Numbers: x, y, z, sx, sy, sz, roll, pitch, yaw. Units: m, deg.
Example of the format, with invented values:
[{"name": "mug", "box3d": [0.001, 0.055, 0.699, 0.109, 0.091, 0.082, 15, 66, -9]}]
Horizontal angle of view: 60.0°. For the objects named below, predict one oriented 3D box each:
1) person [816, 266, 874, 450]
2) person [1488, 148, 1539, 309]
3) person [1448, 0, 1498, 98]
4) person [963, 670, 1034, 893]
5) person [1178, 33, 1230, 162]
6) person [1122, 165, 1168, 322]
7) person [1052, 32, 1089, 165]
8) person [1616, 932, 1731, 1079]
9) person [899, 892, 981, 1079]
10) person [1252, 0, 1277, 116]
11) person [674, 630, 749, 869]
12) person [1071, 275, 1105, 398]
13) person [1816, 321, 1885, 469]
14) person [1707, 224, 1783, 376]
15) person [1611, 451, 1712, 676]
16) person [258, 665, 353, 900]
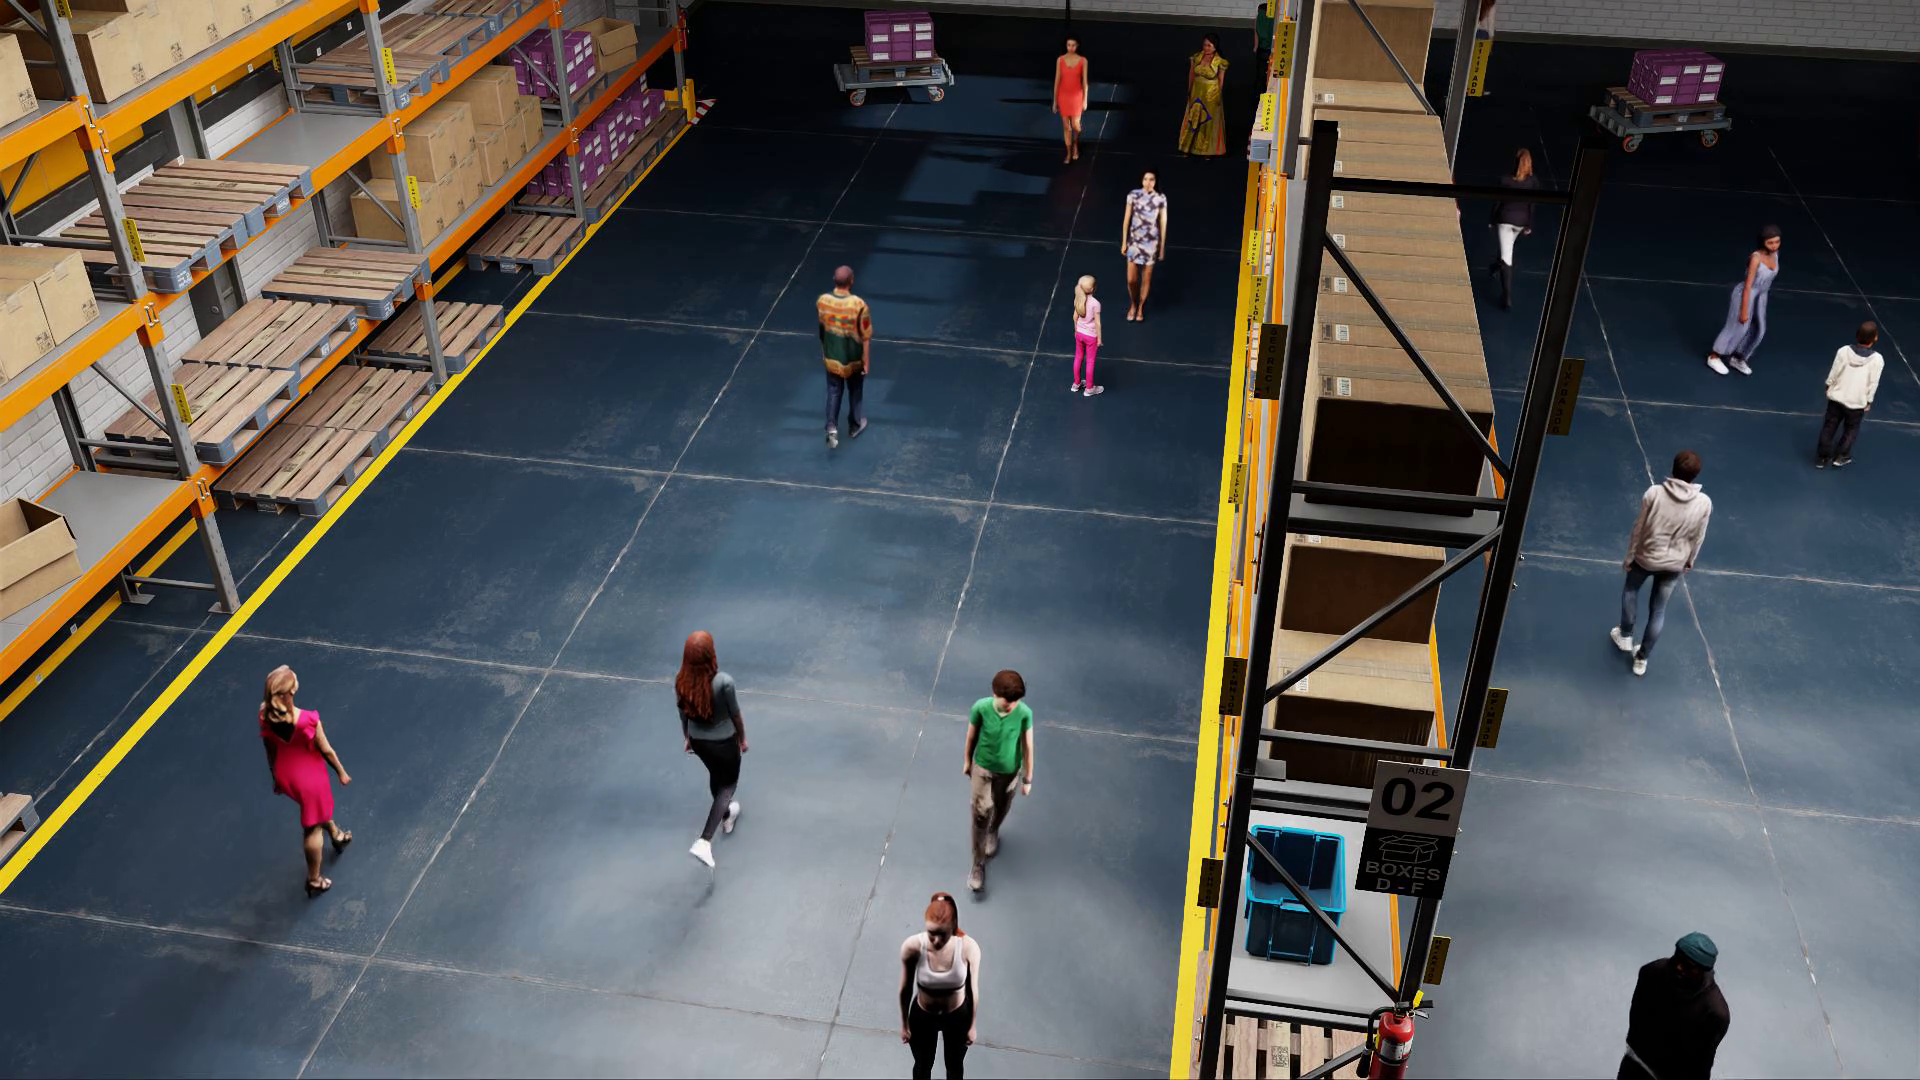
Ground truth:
[{"name": "person", "box3d": [-1.102, -1.667, 15.400, 0.693, 1.789, 0.988, 8, 34, 11]}, {"name": "person", "box3d": [5.977, -3.336, 18.025, 0.745, 1.662, 1.253, -1, 34, -1]}, {"name": "person", "box3d": [7.323, -7.062, 23.594, 1.037, 1.702, 1.087, -14, 36, -20]}, {"name": "person", "box3d": [0.252, 1.424, 10.893, 0.659, 1.630, 0.902, 4, 34, 6]}, {"name": "person", "box3d": [3.211, -5.816, 21.758, 0.929, 1.660, 0.877, 14, 36, 20]}, {"name": "person", "box3d": [1.965, -3.180, 17.733, 0.620, 1.726, 0.579, 4, 34, 7]}, {"name": "person", "box3d": [1.452, -5.758, 21.628, 0.607, 1.707, 0.622, 8, 34, 11]}, {"name": "person", "box3d": [3.776, 2.733, 8.779, 1.257, 1.789, 1.155, -25, 41, -32]}, {"name": "person", "box3d": [-0.110, 2.592, 9.035, 0.626, 1.741, 0.586, -1, 34, -1]}, {"name": "person", "box3d": [4.308, -6.809, 23.088, 0.741, 1.842, 0.763, 28, 43, 35]}, {"name": "person", "box3d": [-1.631, 1.382, 10.872, 0.674, 1.724, 1.027, 10, 35, 14]}, {"name": "person", "box3d": [1.253, -2.034, 16.423, 0.586, 1.267, 0.639, 27, 42, 34]}, {"name": "person", "box3d": [8.058, -1.284, 15.132, 0.787, 1.446, 0.742, -28, 42, -35]}, {"name": "person", "box3d": [7.846, -2.415, 16.635, 0.791, 1.666, 0.866, -22, 40, -30]}, {"name": "person", "box3d": [5.276, 0.211, 12.534, 0.698, 1.833, 0.754, 7, 34, 11]}, {"name": "person", "box3d": [-4.232, 1.585, 10.583, 0.627, 1.706, 0.843, 9, 35, 13]}]
